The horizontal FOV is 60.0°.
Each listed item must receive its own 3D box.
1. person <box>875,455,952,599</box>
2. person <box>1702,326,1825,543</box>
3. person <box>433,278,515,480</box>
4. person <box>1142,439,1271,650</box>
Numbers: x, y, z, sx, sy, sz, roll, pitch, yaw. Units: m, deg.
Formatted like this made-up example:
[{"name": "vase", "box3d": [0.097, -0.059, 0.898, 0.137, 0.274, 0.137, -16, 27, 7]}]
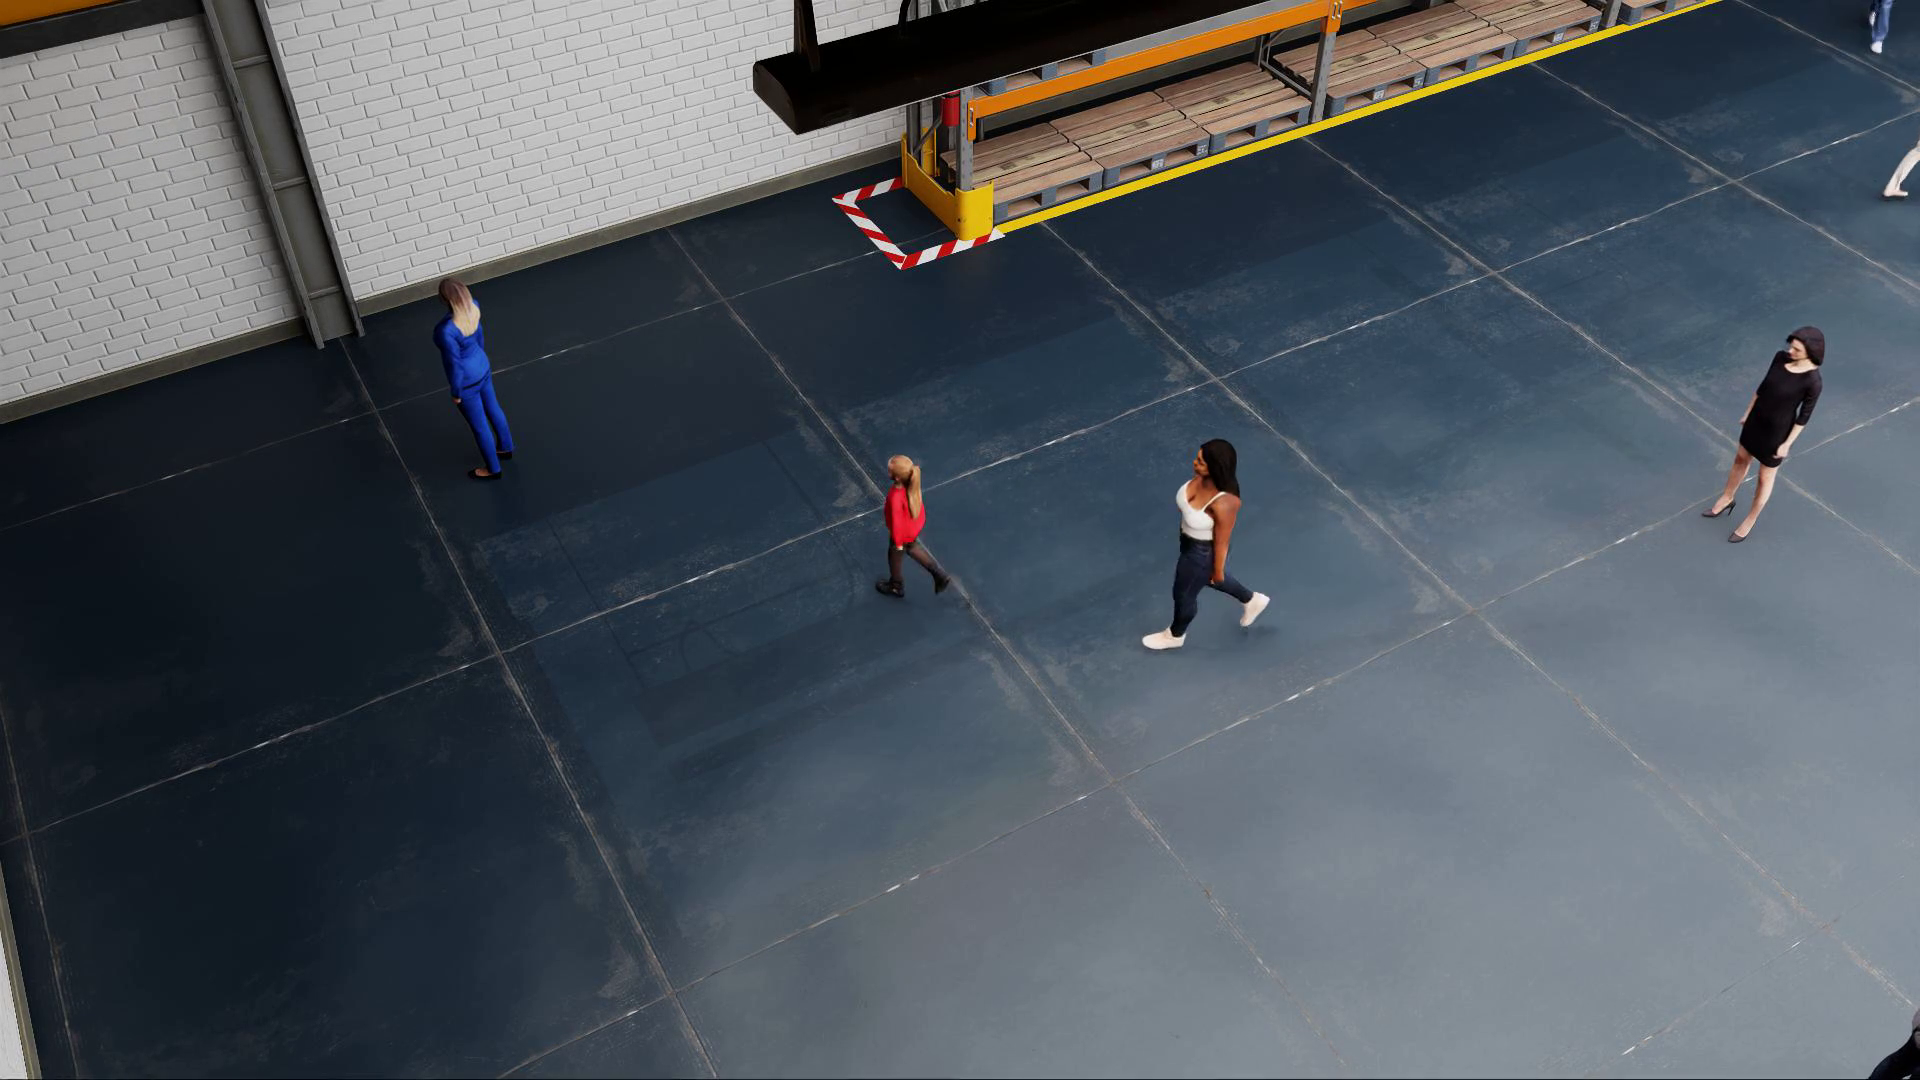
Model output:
[{"name": "person", "box3d": [-0.322, -0.068, 11.225, 0.800, 1.270, 0.779, 16, 46, 16]}, {"name": "person", "box3d": [5.627, -0.748, 11.552, 0.562, 1.803, 0.633, -12, 45, -13]}, {"name": "person", "box3d": [-3.540, -1.181, 12.081, 0.762, 1.701, 0.709, 9, 44, 9]}, {"name": "person", "box3d": [1.664, 0.031, 10.747, 1.184, 1.787, 0.950, -3, 44, -3]}]
